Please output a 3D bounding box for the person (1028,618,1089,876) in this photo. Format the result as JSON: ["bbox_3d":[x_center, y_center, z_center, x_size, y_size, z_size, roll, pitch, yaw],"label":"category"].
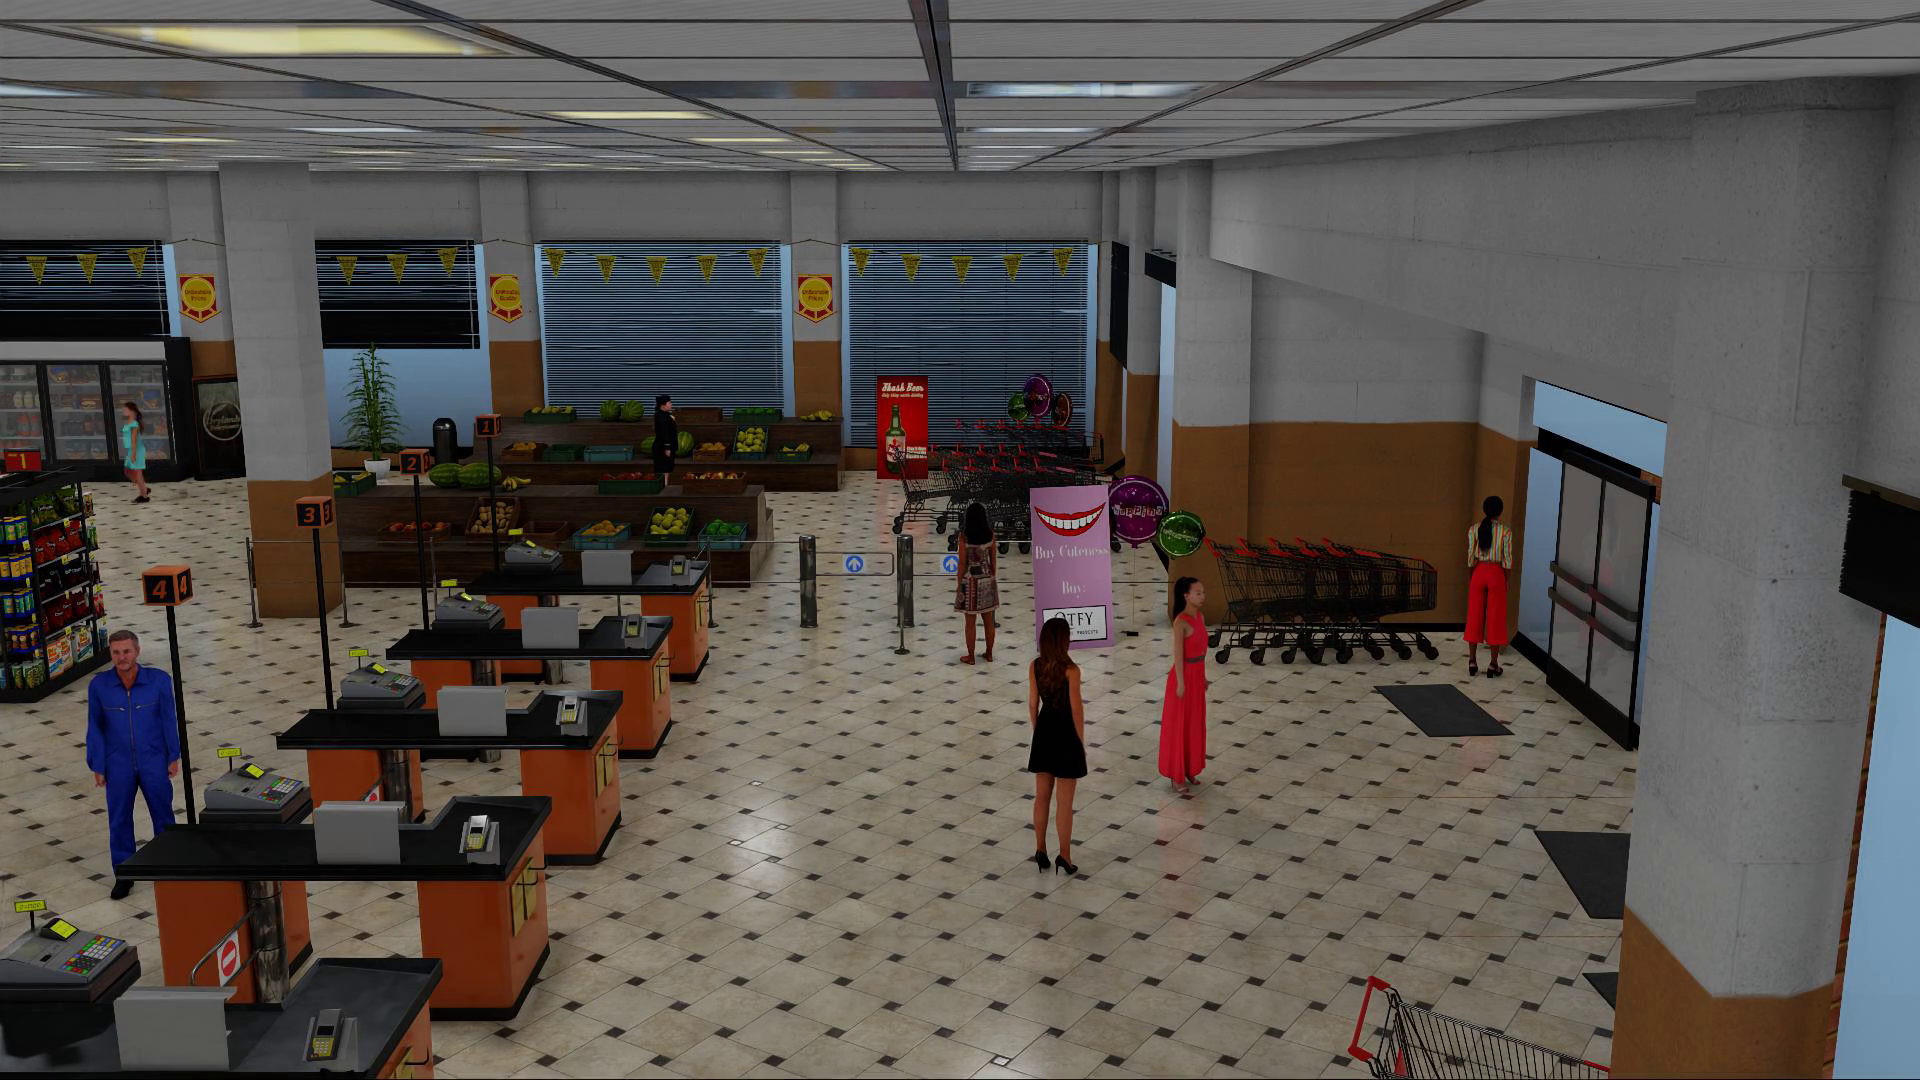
[{"bbox_3d":[0.662,1.430,11.531,0.635,1.834,0.730,8,14,33],"label":"person"}]

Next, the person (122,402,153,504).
[{"bbox_3d":[-12.481,-1.330,25.332,0.735,1.548,0.679,-10,15,-39],"label":"person"}]

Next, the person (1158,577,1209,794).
[{"bbox_3d":[1.804,1.133,13.199,0.752,1.727,0.715,9,15,36],"label":"person"}]

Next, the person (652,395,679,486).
[{"bbox_3d":[-4.481,-1.361,25.182,0.671,1.671,0.727,-2,12,-8],"label":"person"}]

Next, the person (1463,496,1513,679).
[{"bbox_3d":[5.172,0.448,16.296,0.639,1.792,0.744,7,14,31],"label":"person"}]

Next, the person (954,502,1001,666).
[{"bbox_3d":[0.168,0.428,16.747,0.634,1.645,0.786,-6,13,-25],"label":"person"}]

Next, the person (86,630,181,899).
[{"bbox_3d":[-5.581,1.490,11.261,0.670,1.829,0.850,-6,13,-25],"label":"person"}]
